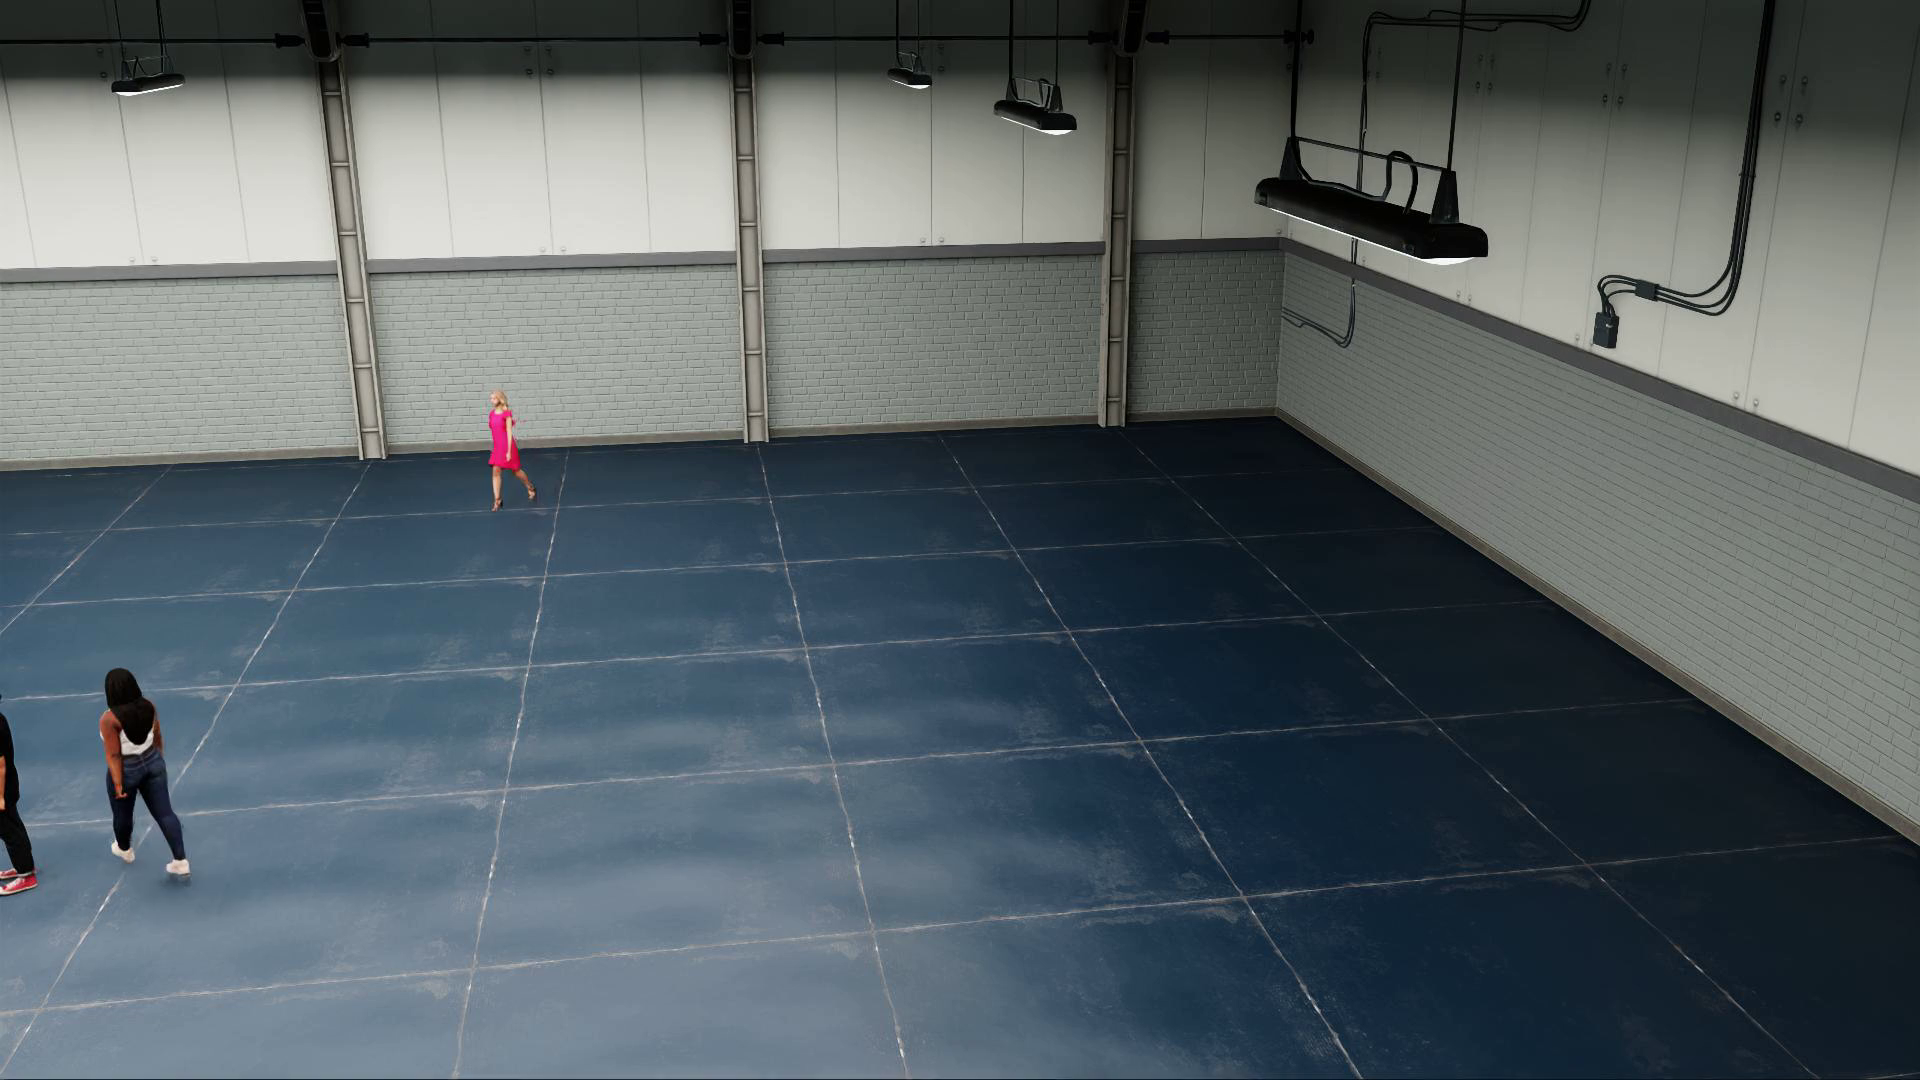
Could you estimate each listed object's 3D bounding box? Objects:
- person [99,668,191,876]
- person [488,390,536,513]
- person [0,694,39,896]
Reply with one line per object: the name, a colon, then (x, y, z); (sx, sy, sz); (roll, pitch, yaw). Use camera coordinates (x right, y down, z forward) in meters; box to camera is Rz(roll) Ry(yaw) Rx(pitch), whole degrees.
person: (-6.587, 1.923, 13.448); (1.222, 1.762, 1.191); (14, 22, 36)
person: (-6.320, -1.272, 23.376); (1.046, 1.689, 1.030); (9, 20, 25)
person: (-7.676, 1.973, 13.304); (0.646, 1.755, 0.692); (-10, 20, -28)
